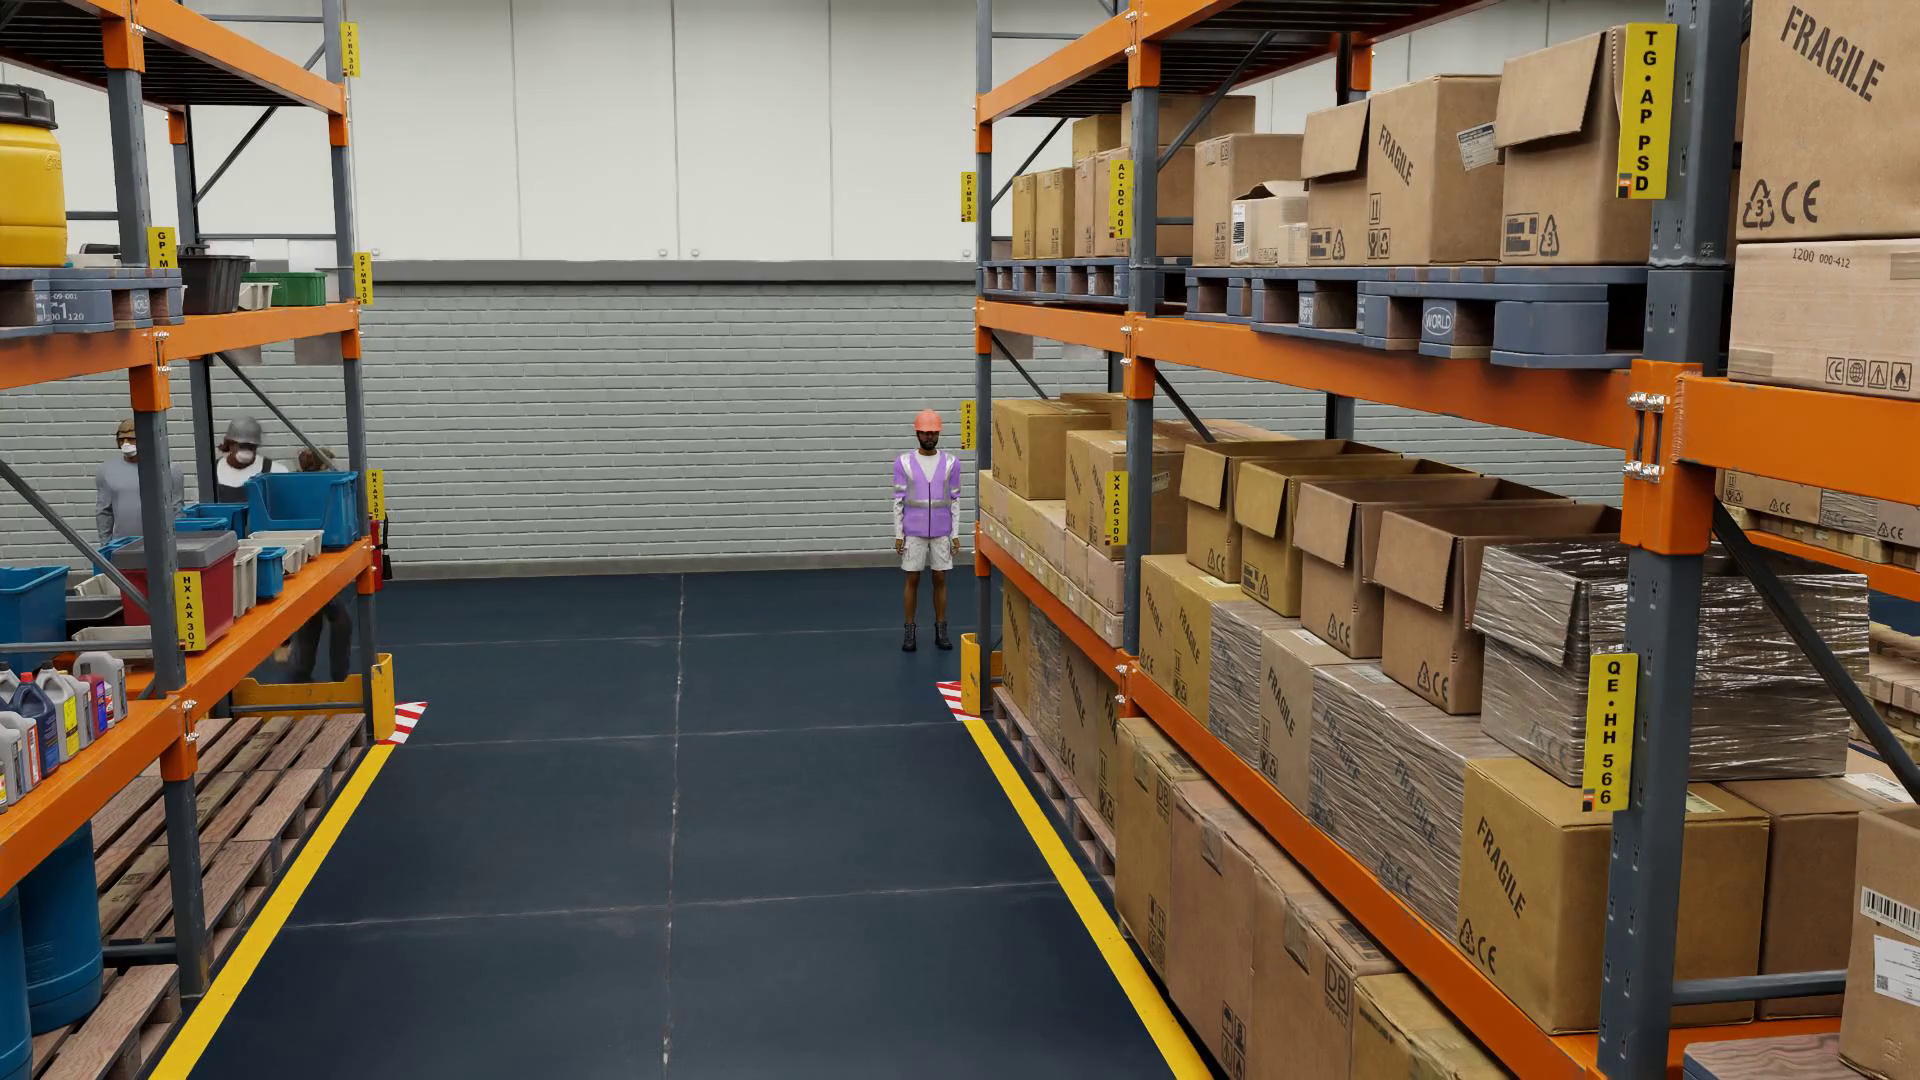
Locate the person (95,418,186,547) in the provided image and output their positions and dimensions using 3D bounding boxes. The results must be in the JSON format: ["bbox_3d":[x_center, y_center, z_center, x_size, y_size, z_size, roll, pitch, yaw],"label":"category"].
[{"bbox_3d":[-6.123,0.058,12.457,0.631,1.939,0.370,-1,9,-9],"label":"person"}]

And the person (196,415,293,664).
[{"bbox_3d":[-5.223,0.045,12.216,0.681,2.000,0.785,-1,9,-8],"label":"person"}]

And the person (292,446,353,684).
[{"bbox_3d":[-4.411,0.254,11.590,0.635,1.818,0.522,-4,10,-25],"label":"person"}]

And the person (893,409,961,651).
[{"bbox_3d":[-0.259,-0.079,13.284,0.547,1.942,0.351,-1,9,-9],"label":"person"}]
